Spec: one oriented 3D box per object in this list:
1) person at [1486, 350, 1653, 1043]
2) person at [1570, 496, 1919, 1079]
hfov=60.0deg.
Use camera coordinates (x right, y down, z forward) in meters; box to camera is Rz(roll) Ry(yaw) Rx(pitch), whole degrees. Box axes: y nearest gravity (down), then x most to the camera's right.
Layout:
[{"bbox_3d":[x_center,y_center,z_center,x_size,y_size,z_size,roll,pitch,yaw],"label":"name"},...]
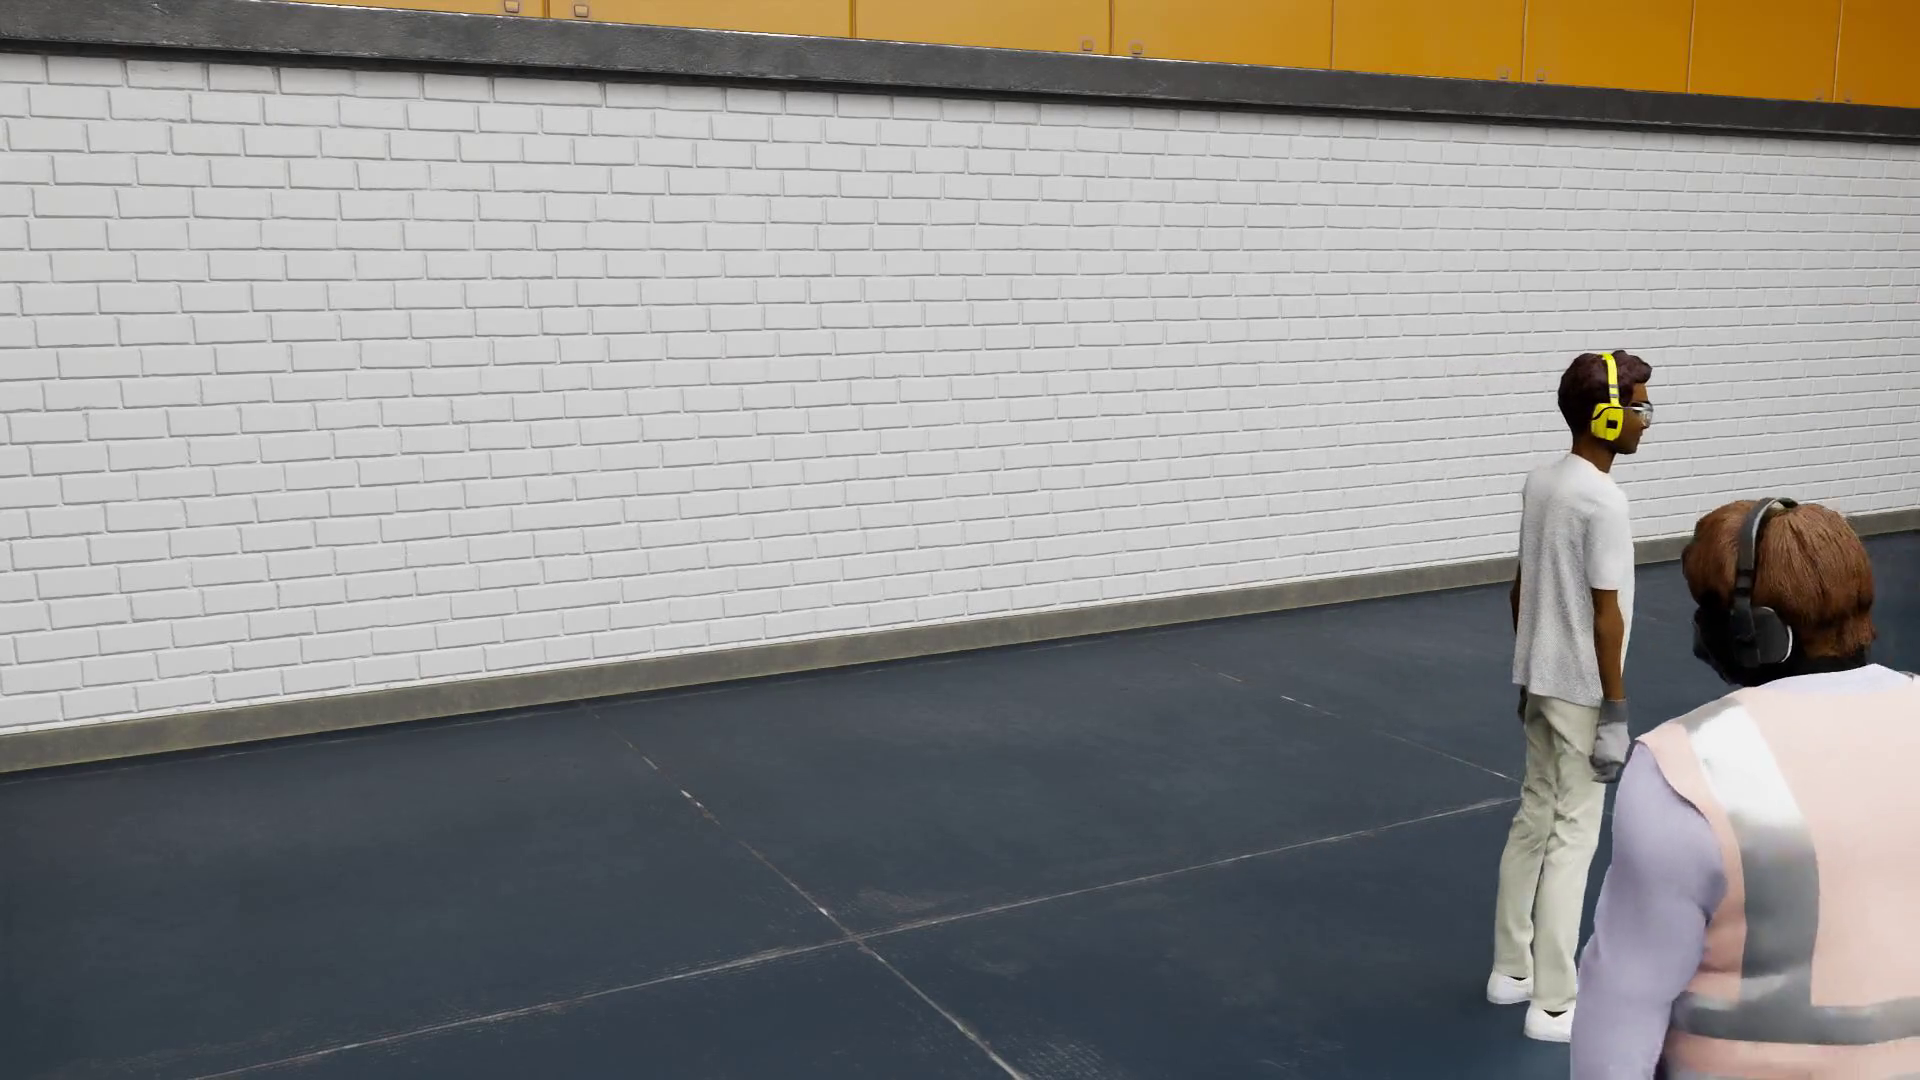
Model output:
[{"bbox_3d":[1.666,0.422,4.513,0.310,1.868,0.534,-1,10,-6],"label":"person"},{"bbox_3d":[1.188,0.838,2.349,0.639,1.799,0.951,-3,10,-17],"label":"person"}]
